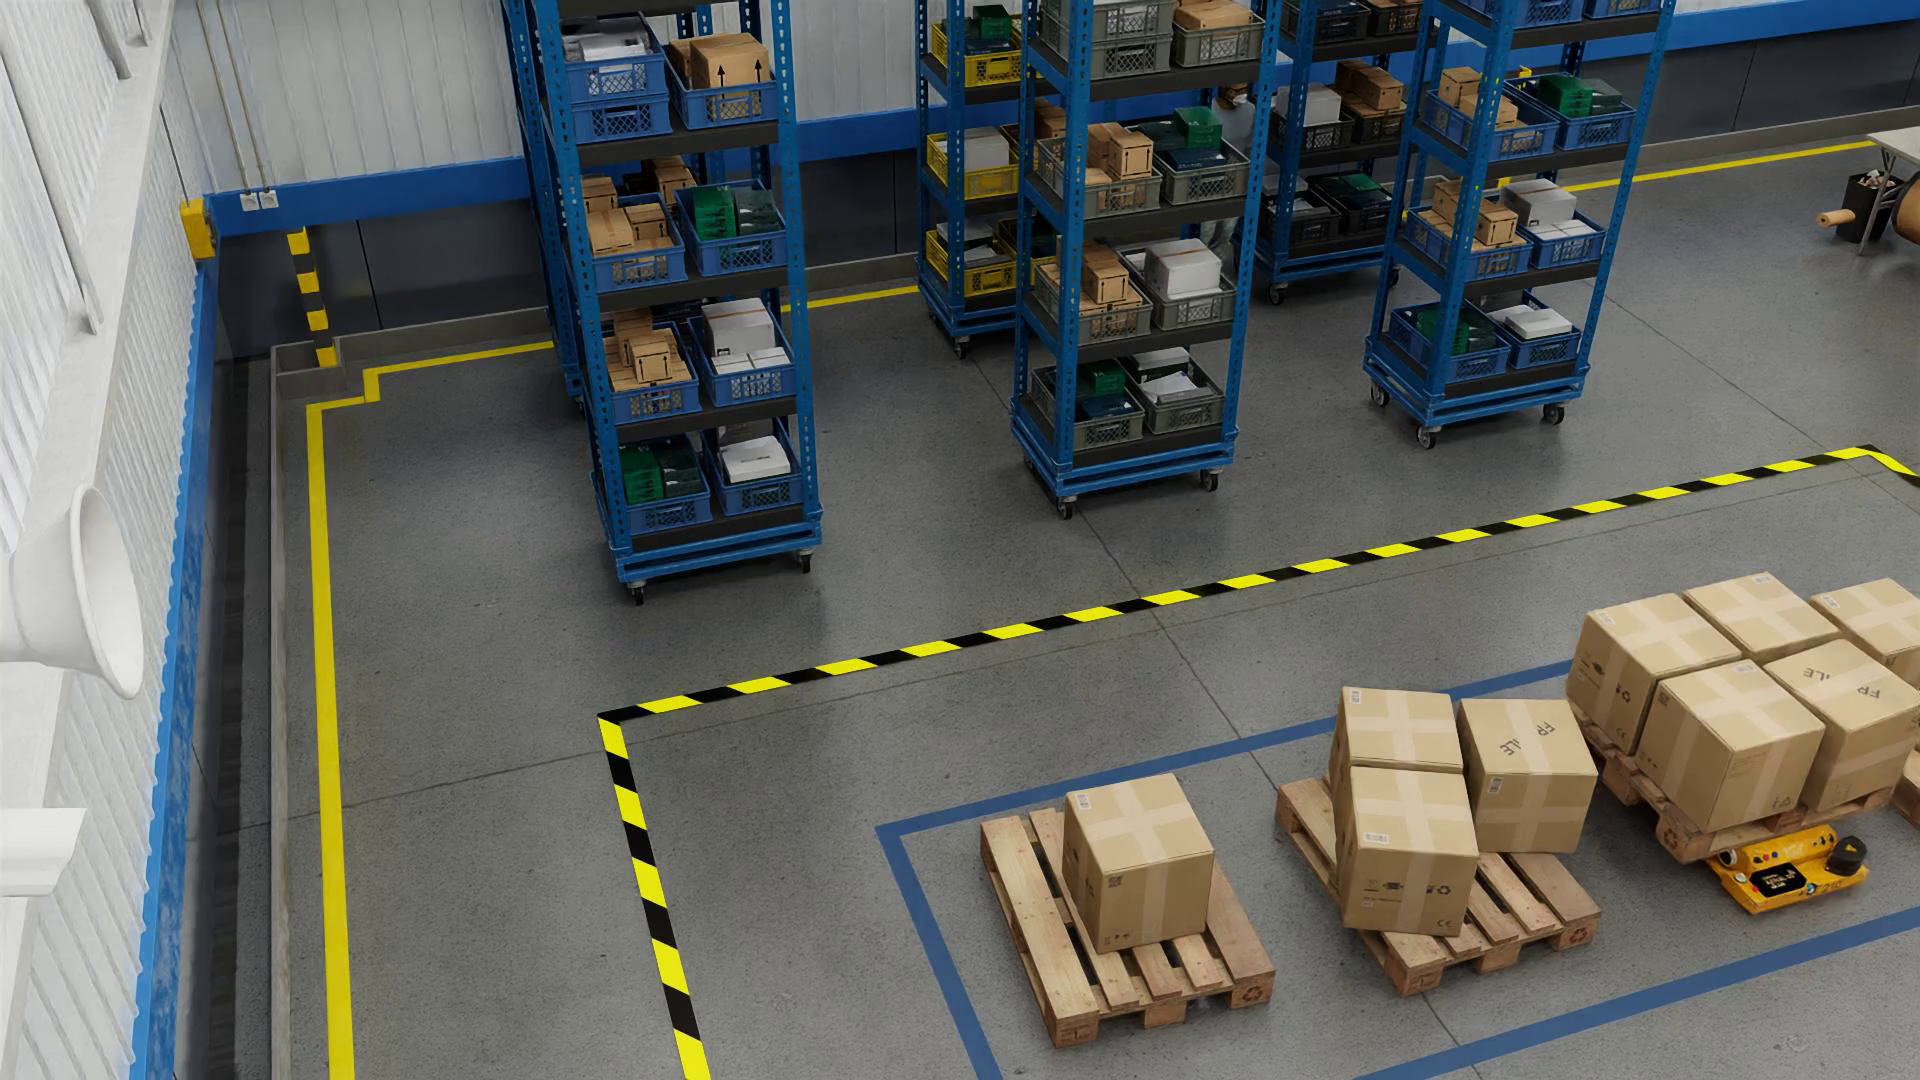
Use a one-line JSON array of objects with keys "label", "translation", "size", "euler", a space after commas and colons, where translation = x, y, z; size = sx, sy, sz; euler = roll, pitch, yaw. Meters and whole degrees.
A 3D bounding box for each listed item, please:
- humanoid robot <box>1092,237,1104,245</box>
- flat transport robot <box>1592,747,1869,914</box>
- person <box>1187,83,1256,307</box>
[{"label": "humanoid robot", "translation": [0.796, -1.598, 11.103], "size": [0.387, 1.649, 0.599], "euler": [2, 35, 3]}, {"label": "flat transport robot", "translation": [3.755, 1.217, 8.305], "size": [0.652, 0.197, 1.431], "euler": [-11, 37, -15]}, {"label": "person", "translation": [1.898, -2.572, 12.267], "size": [0.620, 1.932, 0.370], "euler": [-21, 40, -27]}]
